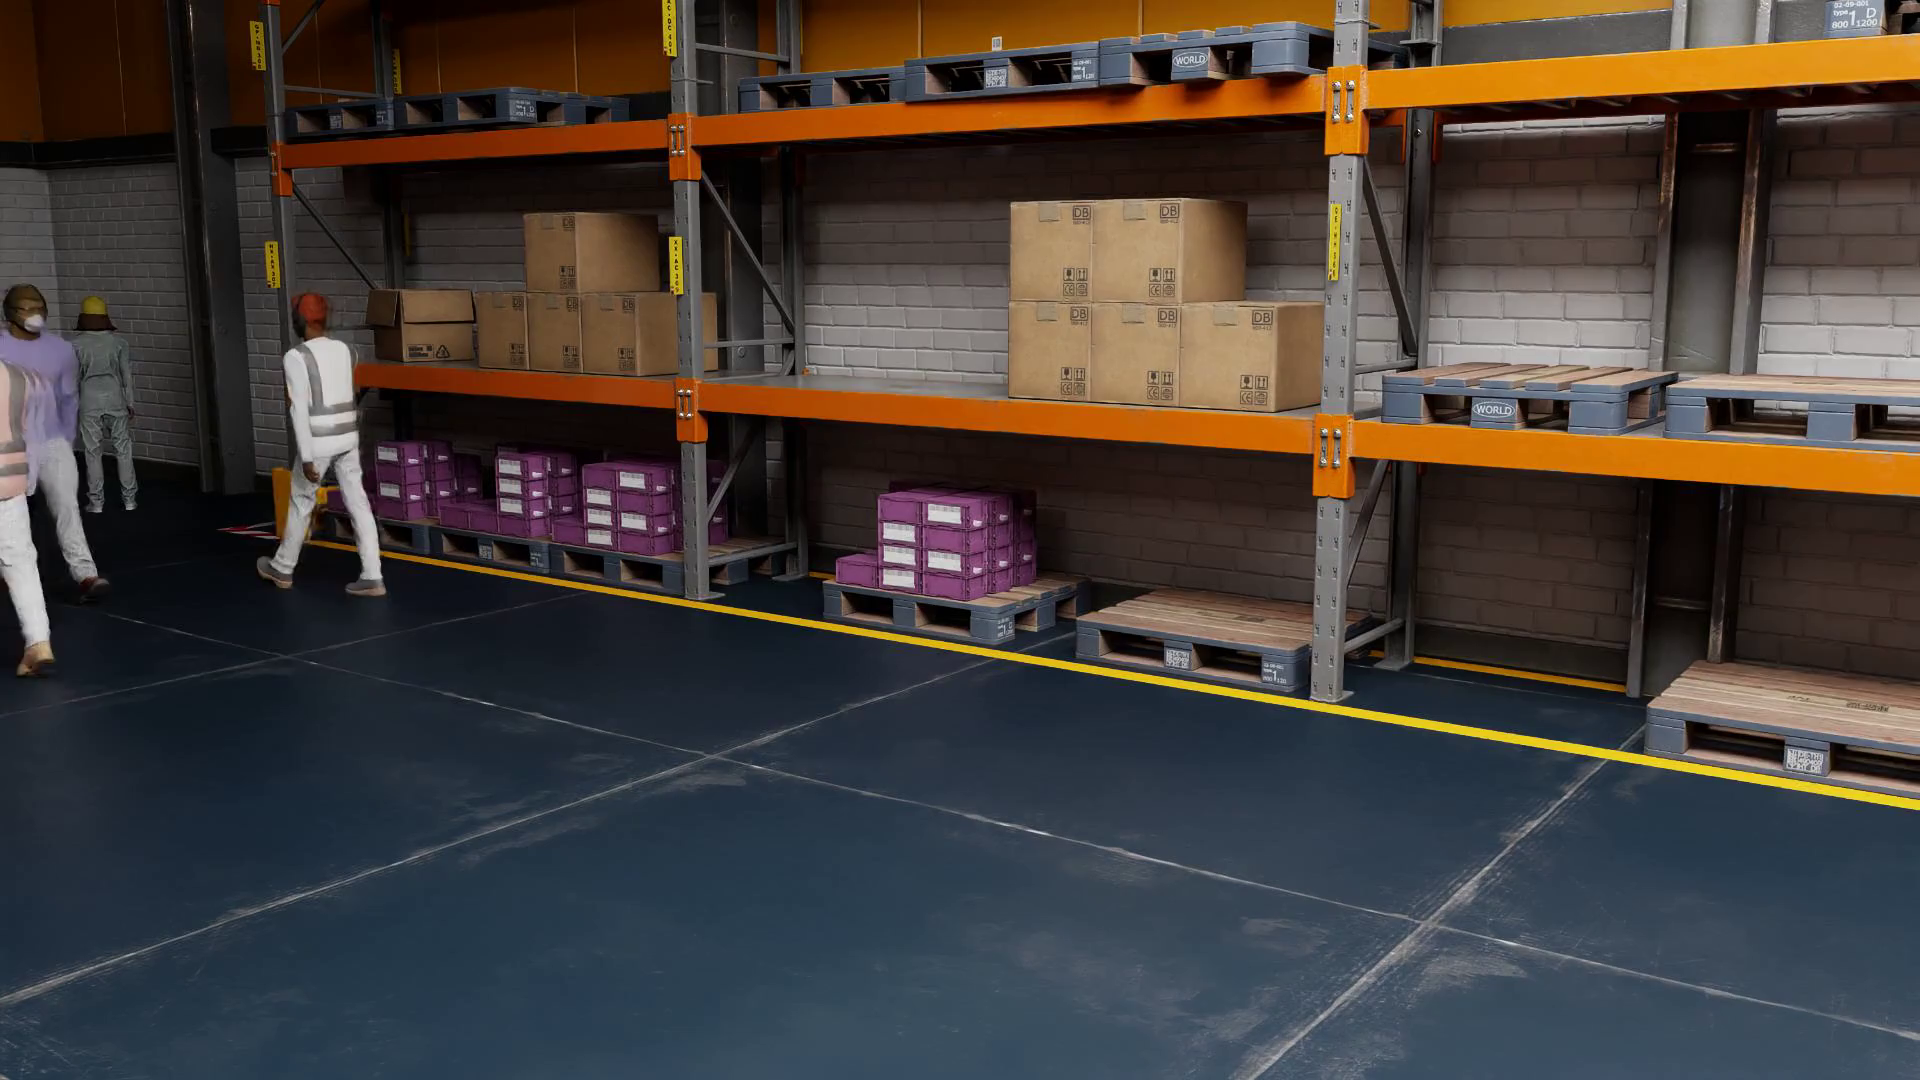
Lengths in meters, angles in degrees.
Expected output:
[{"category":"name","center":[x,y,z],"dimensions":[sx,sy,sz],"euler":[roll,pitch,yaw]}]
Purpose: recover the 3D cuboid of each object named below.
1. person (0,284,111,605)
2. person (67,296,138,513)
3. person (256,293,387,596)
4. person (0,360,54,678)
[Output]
[{"category":"person","center":[-5.410,-0.543,9.730],"dimensions":[1.044,1.877,0.644],"euler":[8,12,39]},{"category":"person","center":[-6.932,-1.092,13.428],"dimensions":[0.493,1.743,0.298],"euler":[-7,12,-37]},{"category":"person","center":[-3.903,-0.576,10.100],"dimensions":[0.998,1.824,0.573],"euler":[5,11,28]},{"category":"person","center":[-4.766,-0.223,8.091],"dimensions":[0.943,1.801,0.629],"euler":[8,12,38]}]
